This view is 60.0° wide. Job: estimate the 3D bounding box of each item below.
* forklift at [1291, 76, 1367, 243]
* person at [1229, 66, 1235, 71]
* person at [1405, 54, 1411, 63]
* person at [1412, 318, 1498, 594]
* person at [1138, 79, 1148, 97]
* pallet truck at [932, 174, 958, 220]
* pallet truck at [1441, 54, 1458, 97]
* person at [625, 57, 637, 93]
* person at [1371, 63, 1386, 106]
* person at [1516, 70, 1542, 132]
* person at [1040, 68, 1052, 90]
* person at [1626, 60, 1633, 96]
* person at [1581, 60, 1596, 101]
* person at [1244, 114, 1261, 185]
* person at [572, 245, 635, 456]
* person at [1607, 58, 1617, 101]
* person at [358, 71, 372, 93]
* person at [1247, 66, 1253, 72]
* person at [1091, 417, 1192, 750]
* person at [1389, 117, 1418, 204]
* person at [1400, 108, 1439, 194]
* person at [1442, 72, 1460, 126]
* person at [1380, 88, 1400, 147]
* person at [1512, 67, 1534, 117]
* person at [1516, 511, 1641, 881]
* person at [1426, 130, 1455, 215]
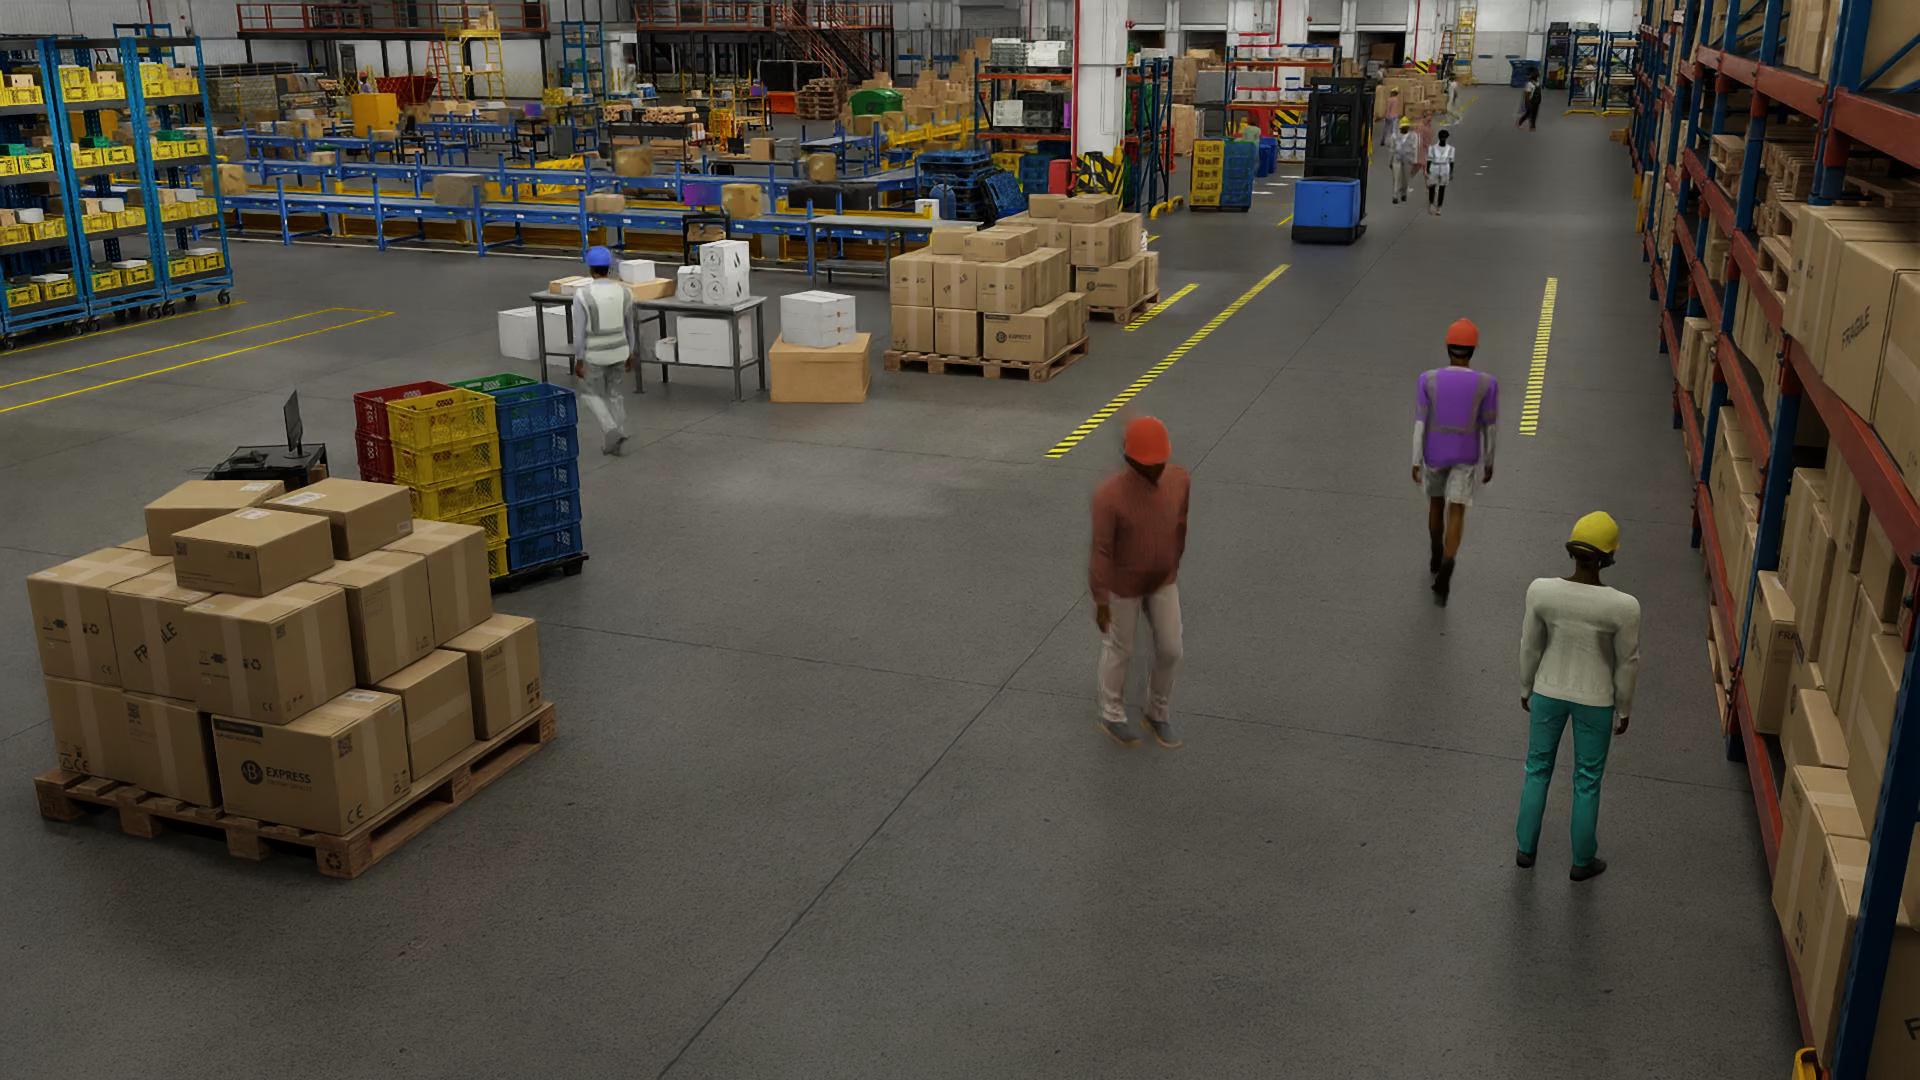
[{"bbox_3d":[6.598,-6.755,29.381,1.129,2.768,1.873,6,19,19],"label":"forklift"},{"bbox_3d":[10.668,-17.615,65.071,0.494,1.912,0.566,4,18,12],"label":"person"},{"bbox_3d":[23.356,-24.467,86.874,0.282,1.746,0.493,15,23,39],"label":"person"},{"bbox_3d":[3.439,-0.591,11.615,0.556,1.902,0.934,6,19,18],"label":"person"},{"bbox_3d":[6.168,-14.851,56.643,0.561,1.745,0.532,7,19,21],"label":"person"},{"bbox_3d":[-0.507,-5.292,27.348,0.653,1.274,1.630,6,19,19],"label":"pallet truck"},{"bbox_3d":[22.765,-21.886,78.355,0.823,1.965,1.885,-4,18,-14],"label":"pallet truck"},{"bbox_3d":[-15.230,-21.470,77.292,0.589,1.840,0.939,5,18,17],"label":"person"},{"bbox_3d":[17.698,-19.257,70.431,0.510,1.794,0.960,-15,23,-40],"label":"person"},{"bbox_3d":[19.244,-14.787,55.980,0.666,2.000,0.695,16,24,41],"label":"person"},{"bbox_3d":[4.077,-21.656,77.821,1.027,1.885,0.638,4,18,14],"label":"person"},{"bbox_3d":[32.122,-22.102,79.517,0.539,1.698,0.318,-14,22,-36],"label":"person"},{"bbox_3d":[28.445,-20.821,75.326,0.672,1.814,0.438,-2,18,-5],"label":"person"},{"bbox_3d":[6.789,-9.058,38.661,0.429,1.618,0.500,-17,24,-42],"label":"person"},{"bbox_3d":[-3.187,-1.679,14.969,0.631,1.927,0.473,-16,23,-40],"label":"person"},{"bbox_3d":[29.251,-20.659,74.641,0.458,1.903,0.609,2,18,5],"label":"person"},{"bbox_3d":[-19.381,-14.257,54.308,0.385,2.045,0.605,-12,21,-34],"label":"person"},{"bbox_3d":[11.694,-18.172,66.913,0.628,1.854,0.542,-8,19,-23],"label":"person"},{"bbox_3d":[0.968,0.245,8.924,0.641,1.934,0.662,-8,19,-23],"label":"person"},{"bbox_3d":[9.373,-8.035,35.166,0.589,1.800,0.885,5,18,16],"label":"person"},{"bbox_3d":[10.330,-8.685,37.119,0.977,1.863,0.641,9,20,26],"label":"person"},{"bbox_3d":[17.347,-15.519,58.590,0.492,1.852,0.517,1,18,3],"label":"person"},{"bbox_3d":[12.910,-12.658,49.834,0.573,1.702,0.778,-7,19,-22],"label":"person"},{"bbox_3d":[21.662,-17.122,63.589,0.931,1.881,0.596,5,18,14],"label":"person"},{"bbox_3d":[2.844,0.722,7.698,0.525,1.769,0.316,12,21,33],"label":"person"},{"bbox_3d":[9.500,-7.264,32.906,0.548,1.678,0.514,4,18,11],"label":"person"}]
